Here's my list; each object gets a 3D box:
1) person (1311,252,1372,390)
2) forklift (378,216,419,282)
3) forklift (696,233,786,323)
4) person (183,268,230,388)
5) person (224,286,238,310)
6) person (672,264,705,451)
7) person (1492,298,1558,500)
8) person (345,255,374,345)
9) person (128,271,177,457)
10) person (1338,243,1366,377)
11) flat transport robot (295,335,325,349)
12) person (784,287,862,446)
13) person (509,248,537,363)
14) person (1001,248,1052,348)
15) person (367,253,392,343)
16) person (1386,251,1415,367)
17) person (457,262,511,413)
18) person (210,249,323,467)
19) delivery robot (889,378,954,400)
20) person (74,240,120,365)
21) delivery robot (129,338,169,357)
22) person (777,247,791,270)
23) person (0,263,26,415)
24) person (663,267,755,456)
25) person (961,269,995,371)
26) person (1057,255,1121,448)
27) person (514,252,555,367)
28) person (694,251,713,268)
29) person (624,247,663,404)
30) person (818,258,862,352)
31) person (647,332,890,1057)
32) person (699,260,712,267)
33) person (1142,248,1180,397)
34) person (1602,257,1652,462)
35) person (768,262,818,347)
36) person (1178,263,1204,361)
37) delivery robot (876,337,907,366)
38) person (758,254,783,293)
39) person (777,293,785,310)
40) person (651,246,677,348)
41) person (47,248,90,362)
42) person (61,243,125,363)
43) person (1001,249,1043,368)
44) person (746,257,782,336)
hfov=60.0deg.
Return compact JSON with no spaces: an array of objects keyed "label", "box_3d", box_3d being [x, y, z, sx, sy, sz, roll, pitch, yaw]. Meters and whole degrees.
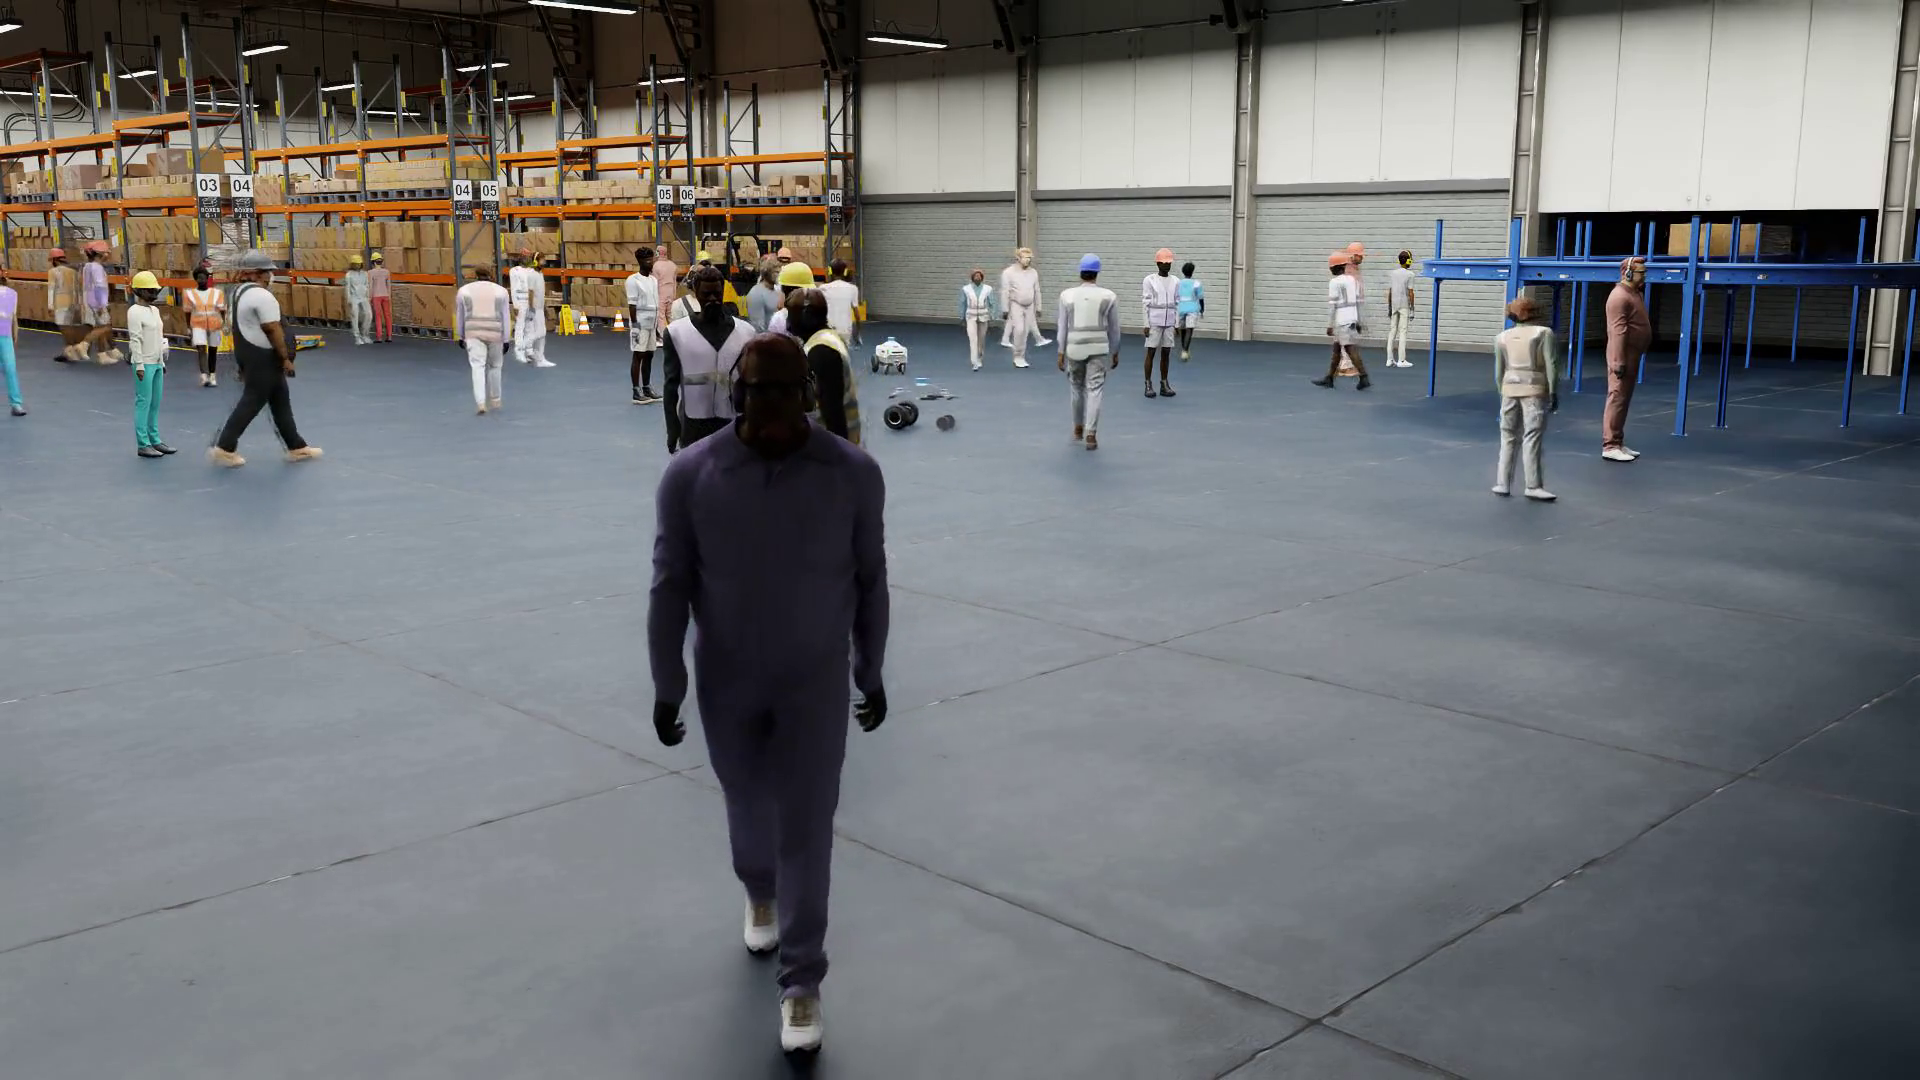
[{"label":"person","box_3d":[5.354,-3.025,22.978,0.923,1.894,0.546,9,14,40]},{"label":"forklift","box_3d":[-17.868,-9.201,54.028,1.873,2.768,1.129,-10,14,-44]},{"label":"forklift","box_3d":[-5.496,-6.489,41.108,2.313,2.155,1.214,-10,14,-44]},{"label":"person","box_3d":[-10.454,-2.942,23.098,0.544,1.644,0.861,-6,12,-31]},{"label":"person","box_3d":[-15.885,-5.383,36.490,0.269,1.632,0.509,9,14,39]},{"label":"person","box_3d":[-2.415,-1.617,15.381,0.516,1.843,0.327,-9,14,-40]},{"label":"person","box_3d":[4.617,-1.145,13.456,0.329,1.609,0.652,-10,14,-43]},{"label":"person","box_3d":[-11.623,-4.655,32.248,0.555,1.723,0.514,9,14,40]},{"label":"person","box_3d":[-7.782,-1.692,16.007,0.326,1.765,0.533,0,10,-2]},{"label":"person","box_3d":[5.936,-3.493,25.196,0.378,1.995,0.609,5,12,26]},{"label":"flat transport robot","box_3d":[-12.529,-3.722,31.264,0.652,0.197,1.431,0,11,0]},{"label":"person","box_3d":[-0.875,-0.533,9.572,0.793,1.809,0.677,-1,10,-4]},{"label":"person","box_3d":[-7.281,-3.927,27.861,0.356,1.887,0.572,5,12,25]},{"label":"person","box_3d":[1.224,-4.568,31.392,0.993,1.875,0.589,-4,11,-19]},{"label":"person","box_3d":[-11.517,-4.803,32.970,0.316,1.769,0.525,7,13,35]},{"label":"person","box_3d":[7.133,-3.735,26.894,0.318,1.865,0.519,-8,13,-37]},{"label":"person","box_3d":[-5.720,-2.440,20.003,0.627,1.799,0.954,-3,11,-14]},{"label":"person","box_3d":[-6.524,-1.701,15.420,1.020,2.000,0.682,-7,13,-34]},{"label":"delivery robot","box_3d":[-0.429,-1.674,18.364,0.698,0.223,0.335,3,11,14]},{"label":"person","box_3d":[-14.127,-3.869,27.163,0.640,2.027,0.630,-7,13,-34]},{"label":"delivery robot","box_3d":[-13.396,-3.213,27.465,0.477,0.478,0.707,0,10,3]},{"label":"person","box_3d":[-2.875,-3.833,27.263,0.577,1.915,0.436,-2,11,-11]},{"label":"person","box_3d":[-11.456,-2.400,19.723,0.588,1.818,0.845,-10,14,-43]},{"label":"person","box_3d":[-1.540,-0.720,10.290,0.597,1.917,0.374,-5,12,-26]},{"label":"person","box_3d":[0.280,-3.511,26.402,0.518,1.594,0.890,-1,10,-5]},{"label":"person","box_3d":[1.311,-1.920,16.862,0.622,1.899,0.983,2,11,9]},{"label":"person","box_3d":[-6.889,-3.724,26.889,0.535,1.846,0.502,0,10,2]},{"label":"person","box_3d":[-4.912,-4.688,32.207,0.497,1.814,0.589,4,11,23]},{"label":"person","box_3d":[-3.999,-2.728,21.105,0.370,1.967,0.602,4,11,21]},{"label":"person","box_3d":[-1.517,-2.496,20.232,0.516,1.824,0.918,-4,11,-23]},{"label":"person","box_3d":[-0.525,0.355,4.607,0.657,1.860,0.979,-1,10,-4]},{"label":"person","box_3d":[-4.237,-3.816,27.773,0.531,1.698,0.320,-10,14,-44]},{"label":"person","box_3d":[2.663,-2.862,21.911,0.542,1.939,0.368,-4,11,-21]},{"label":"person","box_3d":[6.313,-1.713,15.733,0.409,1.906,0.652,6,12,30]},{"label":"person","box_3d":[-1.157,-0.966,11.612,0.372,1.923,0.594,0,10,-1]},{"label":"person","box_3d":[3.836,-3.847,28.074,0.538,1.656,0.884,4,11,21]},{"label":"delivery robot","box_3d":[-1.061,-2.899,25.753,0.477,0.478,0.707,-3,11,-17]},{"label":"person","box_3d":[-2.771,-3.244,24.276,0.592,1.830,0.983,8,13,36]},{"label":"person","box_3d":[-1.564,-1.581,15.802,0.352,1.621,0.505,-1,10,-3]},{"label":"person","box_3d":[-5.662,-4.625,31.614,0.410,1.909,0.642,7,12,33]},{"label":"person","box_3d":[-14.912,-3.925,27.830,0.775,1.899,0.609,4,11,19]},{"label":"person","box_3d":[-14.556,-3.971,27.827,1.033,2.004,0.605,-5,12,-27]},{"label":"person","box_3d":[1.041,-3.715,26.697,0.661,1.889,0.592,-7,12,-32]},{"label":"person","box_3d":[-2.018,-1.933,16.998,1.018,1.897,0.643,5,11,24]}]
